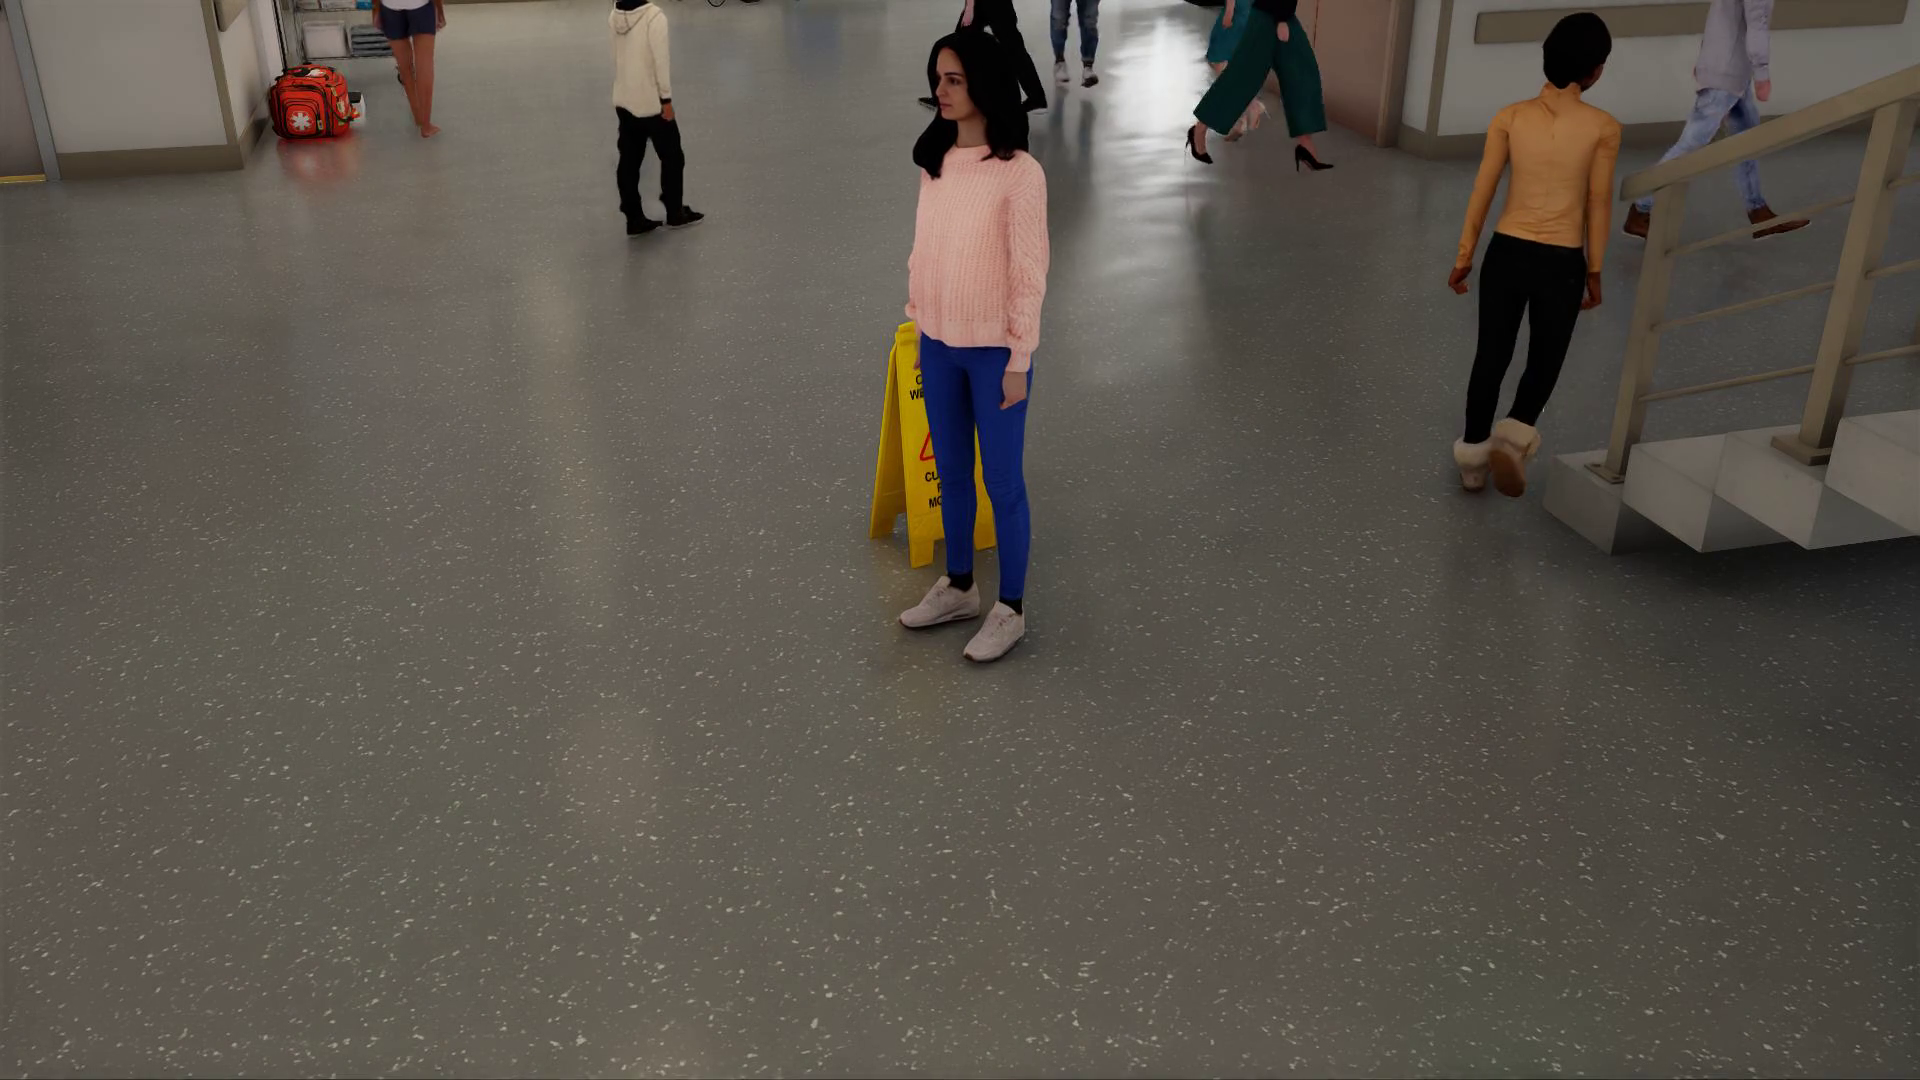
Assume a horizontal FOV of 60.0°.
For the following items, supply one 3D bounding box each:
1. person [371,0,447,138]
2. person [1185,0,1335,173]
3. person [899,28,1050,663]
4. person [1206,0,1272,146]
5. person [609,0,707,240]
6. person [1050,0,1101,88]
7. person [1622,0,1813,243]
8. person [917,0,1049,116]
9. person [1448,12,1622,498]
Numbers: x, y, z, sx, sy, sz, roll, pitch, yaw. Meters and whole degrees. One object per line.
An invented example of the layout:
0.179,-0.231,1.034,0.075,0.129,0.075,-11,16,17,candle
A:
-3.646,-3.447,10.896,0.698,1.598,0.821,0,26,0,person
1.760,-3.021,9.909,1.121,1.688,1.138,11,28,22,person
0.050,-0.514,4.619,0.781,1.768,0.643,-21,33,-37,person
1.871,-3.353,10.613,0.806,1.675,0.742,18,31,33,person
-1.703,-2.280,8.656,0.792,1.443,0.850,17,31,32,person
0.838,-4.335,12.535,0.789,1.775,1.147,-4,26,-8,person
3.790,-2.352,8.406,1.144,1.789,1.219,6,26,13,person
0.302,-3.666,11.276,0.735,1.663,1.111,-1,26,-3,person
1.912,-0.887,5.533,0.881,1.645,0.945,11,28,21,person
